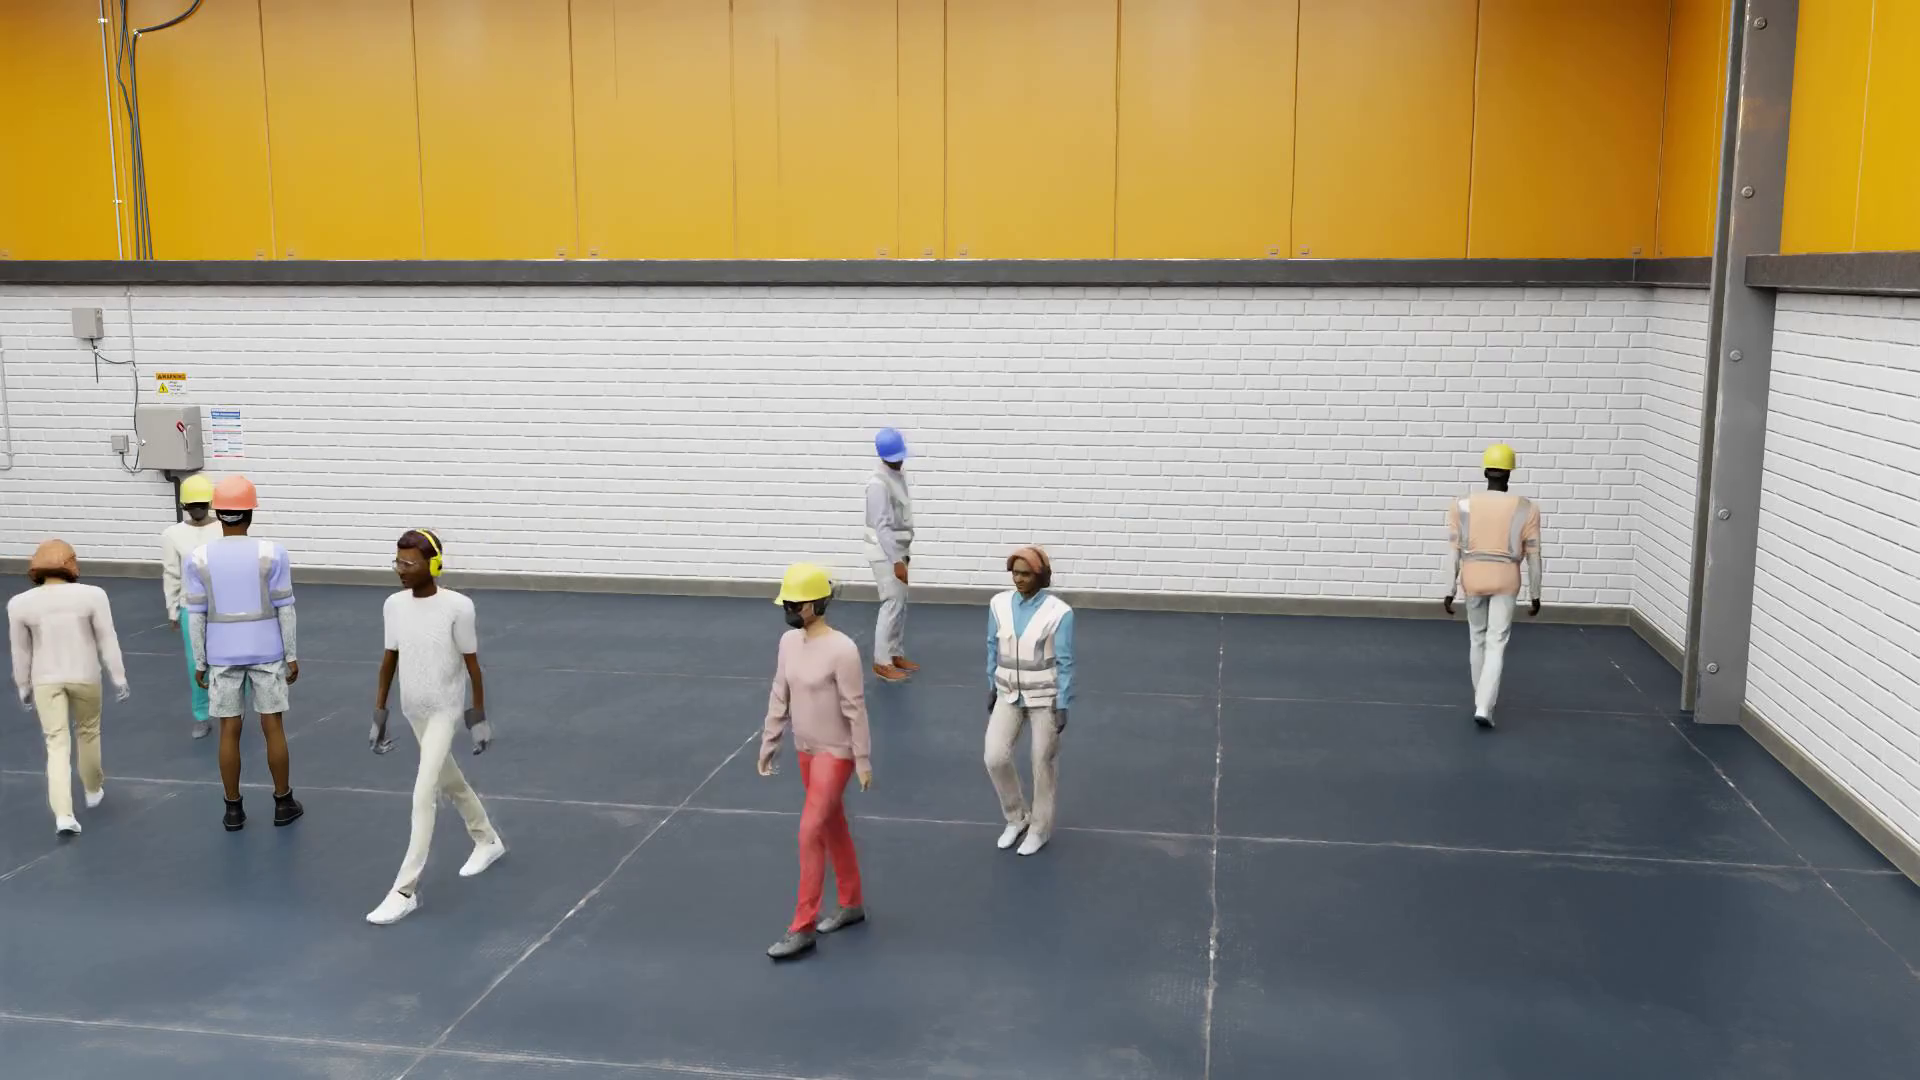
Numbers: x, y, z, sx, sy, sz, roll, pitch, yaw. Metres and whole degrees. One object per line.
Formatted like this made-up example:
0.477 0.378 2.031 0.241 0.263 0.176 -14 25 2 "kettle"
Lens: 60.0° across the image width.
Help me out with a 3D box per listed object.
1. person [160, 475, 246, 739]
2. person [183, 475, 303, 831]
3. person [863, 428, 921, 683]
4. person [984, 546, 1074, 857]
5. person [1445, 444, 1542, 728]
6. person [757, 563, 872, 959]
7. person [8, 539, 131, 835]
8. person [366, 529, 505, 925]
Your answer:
-4.856 0.429 10.784 0.541 1.739 0.487 -2 10 -14 "person"
-3.881 0.612 9.032 0.542 1.939 0.361 -3 10 -16 "person"
-0.522 0.105 12.320 0.385 1.907 0.661 2 9 13 "person"
0.344 0.838 8.580 0.543 1.621 0.396 6 11 31 "person"
3.579 0.293 11.193 0.606 1.884 0.984 5 10 27 "person"
-0.699 0.967 7.434 0.750 1.734 0.548 -8 12 -39 "person"
-4.865 0.782 9.102 0.556 1.575 0.880 -4 10 -26 "person"
-2.570 0.838 8.045 0.530 1.821 1.008 4 10 24 "person"
